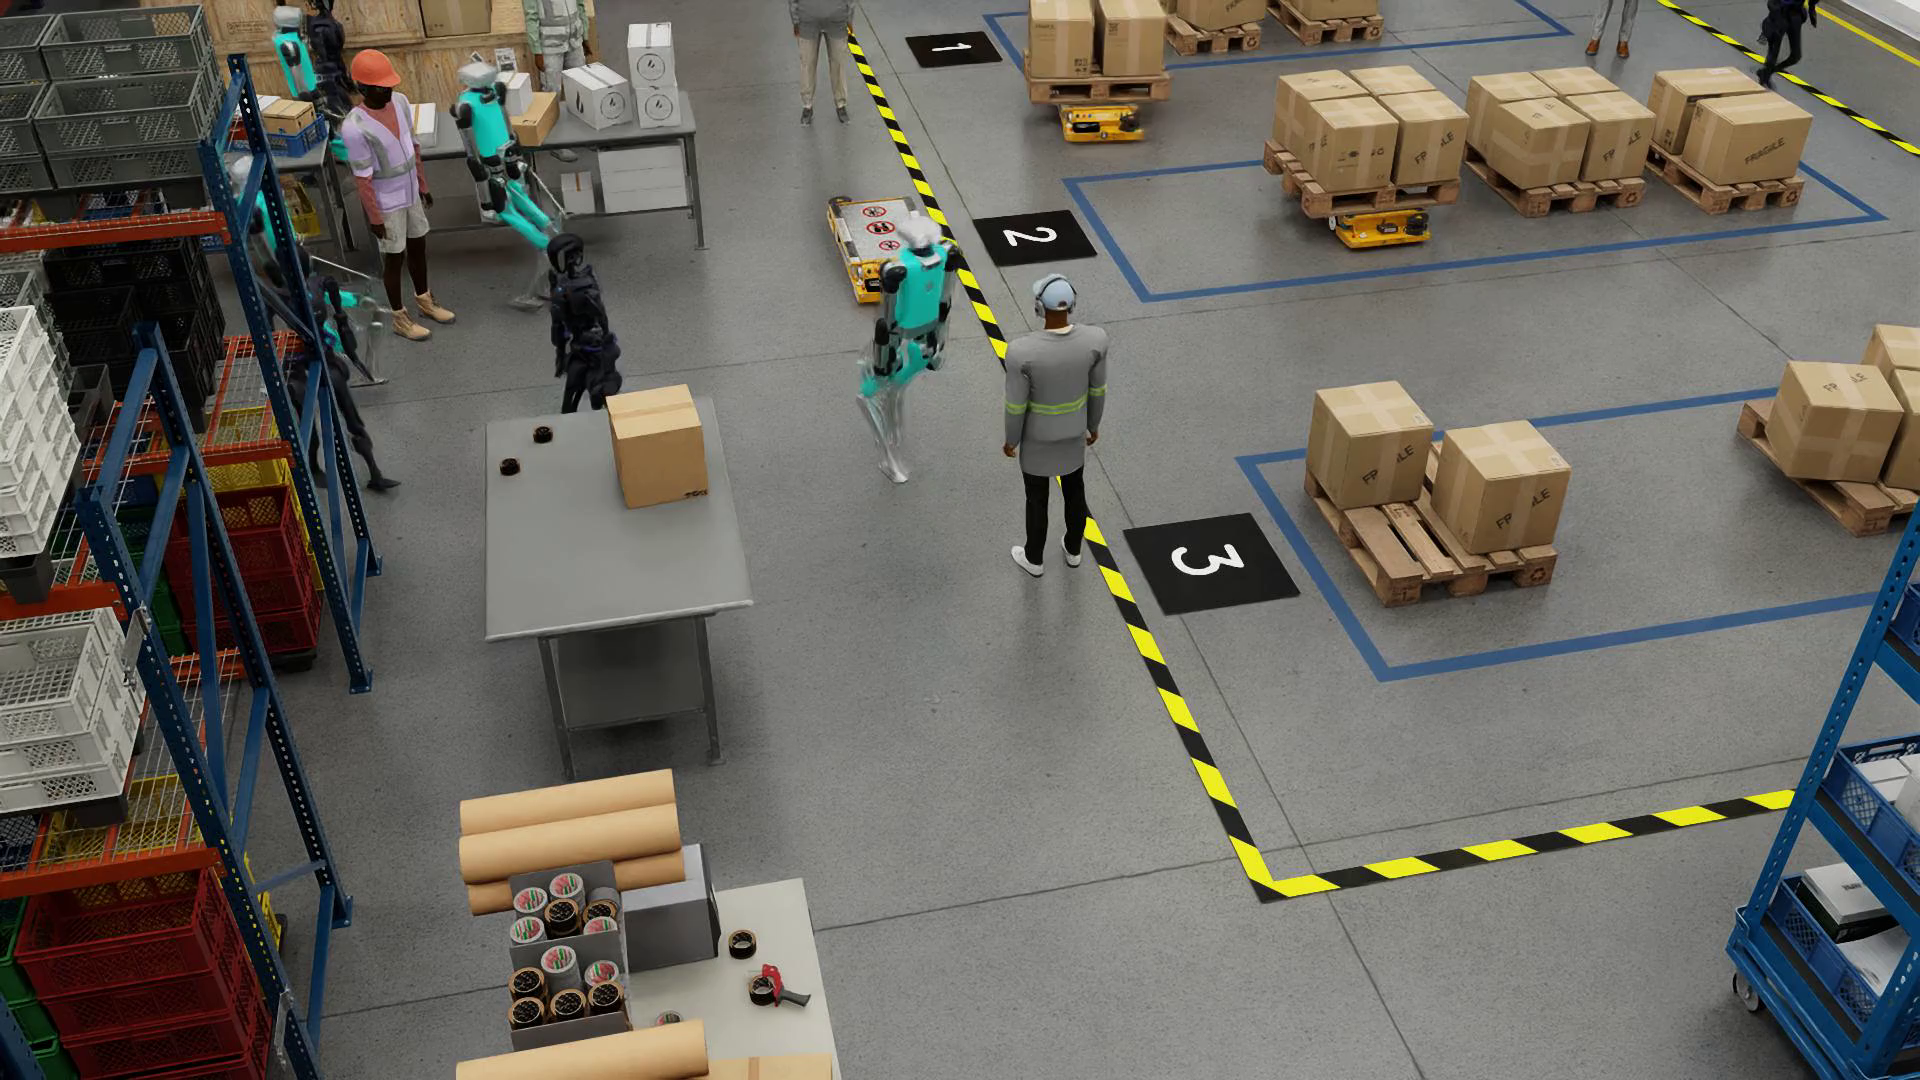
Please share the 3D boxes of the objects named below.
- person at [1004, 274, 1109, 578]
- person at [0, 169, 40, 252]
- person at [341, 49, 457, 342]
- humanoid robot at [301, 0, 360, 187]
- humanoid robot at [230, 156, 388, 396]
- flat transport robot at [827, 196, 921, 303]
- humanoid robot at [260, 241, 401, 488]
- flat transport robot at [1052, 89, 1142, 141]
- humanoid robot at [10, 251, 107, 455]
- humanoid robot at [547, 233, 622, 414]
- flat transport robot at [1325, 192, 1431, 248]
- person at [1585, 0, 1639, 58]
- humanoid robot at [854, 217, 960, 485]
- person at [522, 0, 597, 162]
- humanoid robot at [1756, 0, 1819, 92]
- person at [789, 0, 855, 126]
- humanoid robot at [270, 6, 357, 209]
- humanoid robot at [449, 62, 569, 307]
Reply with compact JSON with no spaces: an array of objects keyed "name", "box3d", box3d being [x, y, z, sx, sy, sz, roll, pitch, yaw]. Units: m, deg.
[{"name":"person","box3d":[0.502,-0.617,9.056,0.587,1.853,0.374,-12,38,-15]},{"name":"person","box3d":[-5.733,-1.433,10.152,0.702,1.861,0.575,0,37,0]},{"name":"person","box3d":[-3.775,-2.307,11.184,0.403,2.035,0.598,13,38,16]},{"name":"humanoid robot","box3d":[-5.015,-3.622,13.285,0.805,1.624,0.599,-5,37,-7]},{"name":"humanoid robot","box3d":[-4.046,-1.592,10.457,1.037,1.717,0.561,-5,37,-7]},{"name":"flat transport robot","box3d":[-0.570,-2.220,12.538,0.659,0.231,1.431,-8,37,-10]},{"name":"humanoid robot","box3d":[-3.735,-0.982,9.707,0.692,1.632,0.599,22,42,27]},{"name":"flat transport robot","box3d":[1.195,-3.927,14.809,0.652,0.197,1.431,-2,37,-3]},{"name":"humanoid robot","box3d":[-5.179,-1.001,9.717,0.596,1.635,0.410,13,38,16]},{"name":"humanoid robot","box3d":[-2.201,-1.048,9.816,0.610,1.639,0.483,30,46,34]},{"name":"flat transport robot","box3d":[3.134,-2.740,13.213,0.652,0.197,1.431,-8,37,-10]},{"name":"person","box3d":[6.291,-5.464,15.550,0.585,1.878,0.387,11,38,14]},{"name":"humanoid robot","box3d":[-0.426,-1.153,9.915,0.533,1.820,0.831,-28,45,-32]},{"name":"person","box3d":[-3.273,-4.083,13.646,0.412,1.939,0.602,26,44,30]},{"name":"humanoid robot","box3d":[7.279,-4.639,14.617,0.630,1.625,0.480,-17,40,-22]},{"name":"person","box3d":[-1.177,-4.447,14.271,0.564,1.769,0.395,-4,37,-5]},{"name":"humanoid robot","box3d":[-4.685,-3.199,12.632,0.979,1.762,0.543,-13,39,-17]},{"name":"humanoid robot","box3d":[-3.011,-2.394,11.535,0.779,1.779,0.532,12,38,16]}]
